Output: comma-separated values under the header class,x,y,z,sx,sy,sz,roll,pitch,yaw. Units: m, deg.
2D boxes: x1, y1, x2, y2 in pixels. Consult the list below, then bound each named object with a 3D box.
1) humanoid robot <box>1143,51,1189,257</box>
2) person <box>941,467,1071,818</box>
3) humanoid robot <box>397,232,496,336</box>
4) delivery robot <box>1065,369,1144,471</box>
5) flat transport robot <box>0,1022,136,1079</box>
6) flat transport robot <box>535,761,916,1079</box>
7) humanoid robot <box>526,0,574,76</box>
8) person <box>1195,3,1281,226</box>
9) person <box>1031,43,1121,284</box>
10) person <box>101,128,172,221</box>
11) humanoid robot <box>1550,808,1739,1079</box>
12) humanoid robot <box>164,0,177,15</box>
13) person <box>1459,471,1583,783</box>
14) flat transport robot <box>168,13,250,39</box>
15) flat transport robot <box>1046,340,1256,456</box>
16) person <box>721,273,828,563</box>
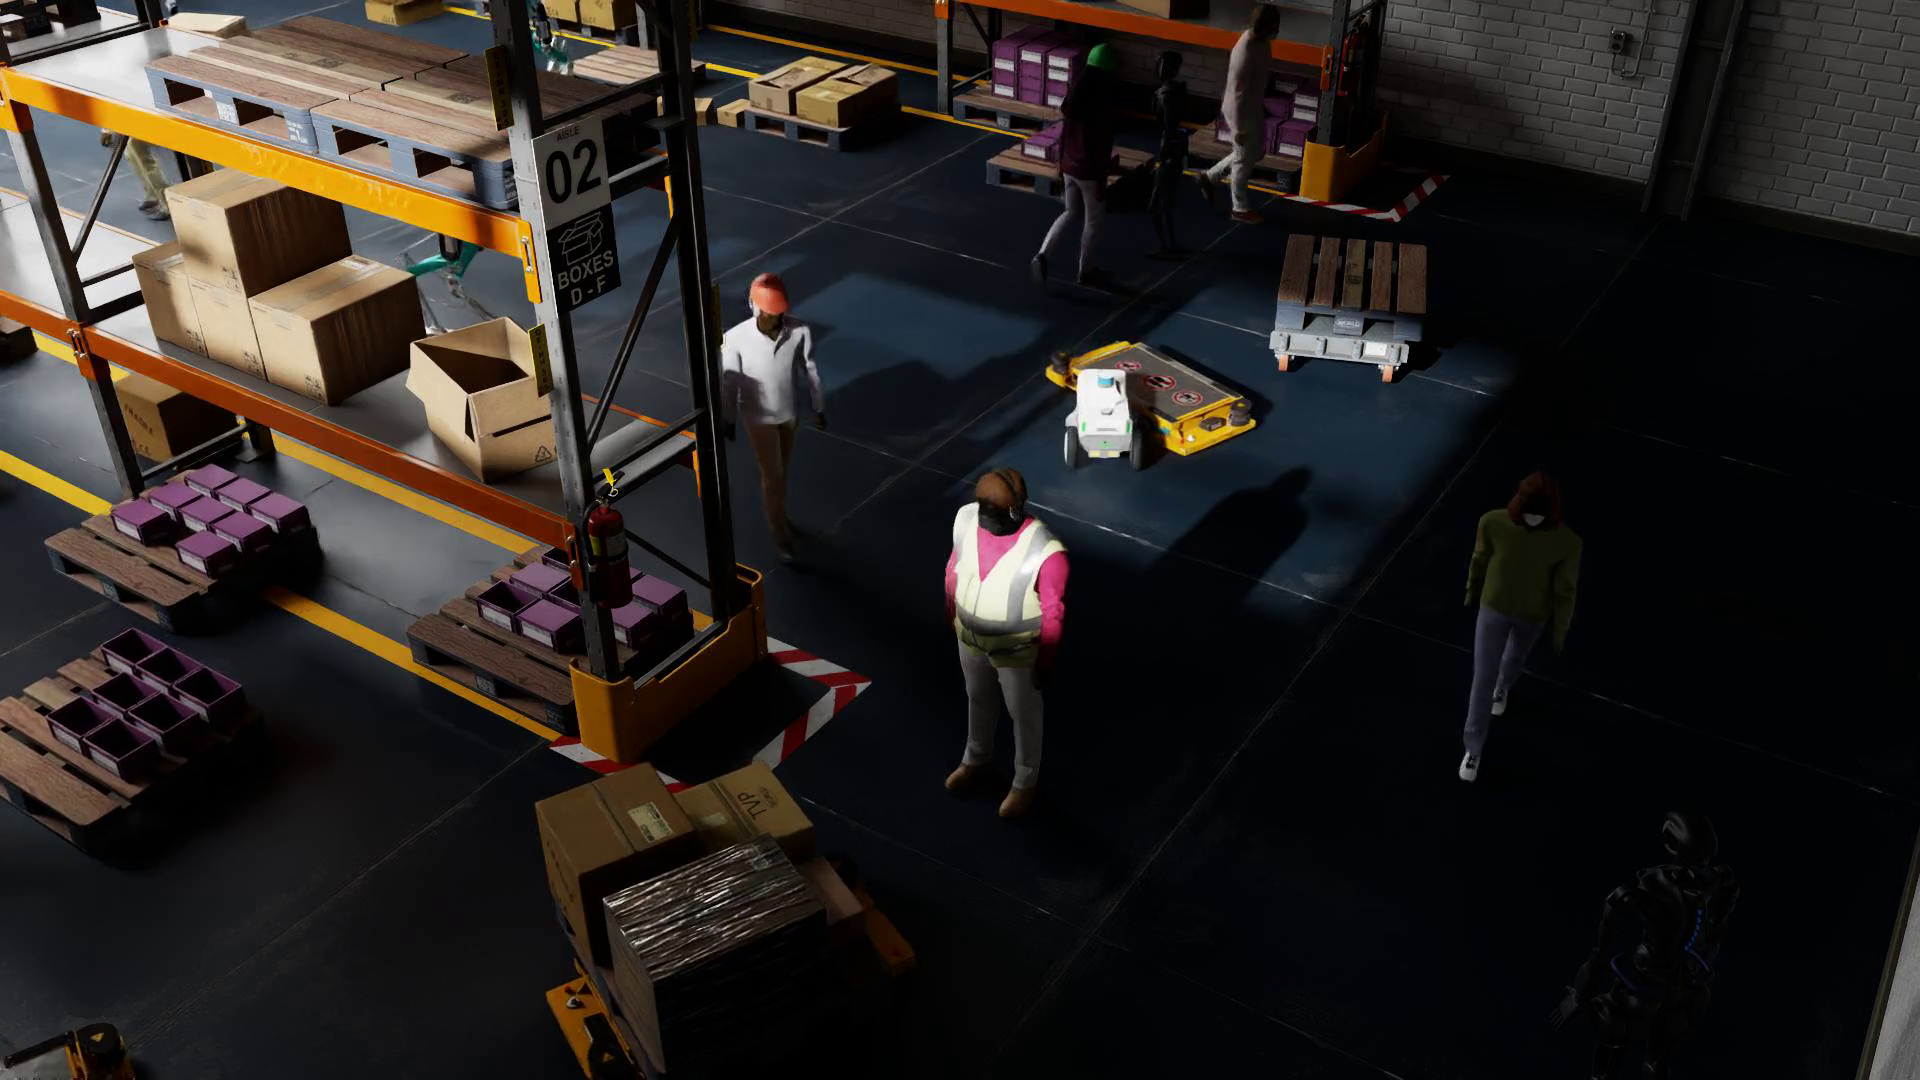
class,x,y,z,sx,sy,sz,roll,pitch,yaw
humanoid robot,1.670,-3.076,13.311,0.335,1.645,0.595,4,33,6
person,0.184,0.467,7.714,0.634,1.840,0.429,23,39,31
humanoid robot,-3.710,-2.171,11.884,0.995,1.725,0.546,7,34,10
delivery robot,0.939,-0.790,10.842,0.500,0.614,0.785,1,33,2
flat transport robot,-3.841,2.371,6.229,1.431,0.231,0.659,-20,38,-28
flat transport robot,-0.963,1.833,7.056,1.431,0.231,0.659,-18,37,-26
humanoid robot,-4.033,-4.947,16.057,0.530,1.721,0.736,20,38,27
person,2.307,-3.528,13.794,0.594,1.902,0.682,14,36,21
person,0.903,-2.806,12.674,0.695,1.915,0.547,-25,41,-33
person,-6.976,-3.509,13.923,0.583,1.726,0.571,0,33,1
humanoid robot,2.483,1.642,6.046,0.599,1.657,0.315,-8,34,-12
humanoid robot,-9.338,-7.019,19.382,0.533,1.834,0.858,-18,37,-25
person,2.716,0.347,8.127,0.508,1.580,0.872,13,35,19
flat transport robot,-7.488,-4.181,16.299,1.431,0.231,0.659,6,34,9
flat transport robot,1.297,-1.018,11.438,0.659,0.231,1.431,-22,39,-30
person,-1.027,-0.713,9.624,0.594,1.723,0.735,-20,38,-27
